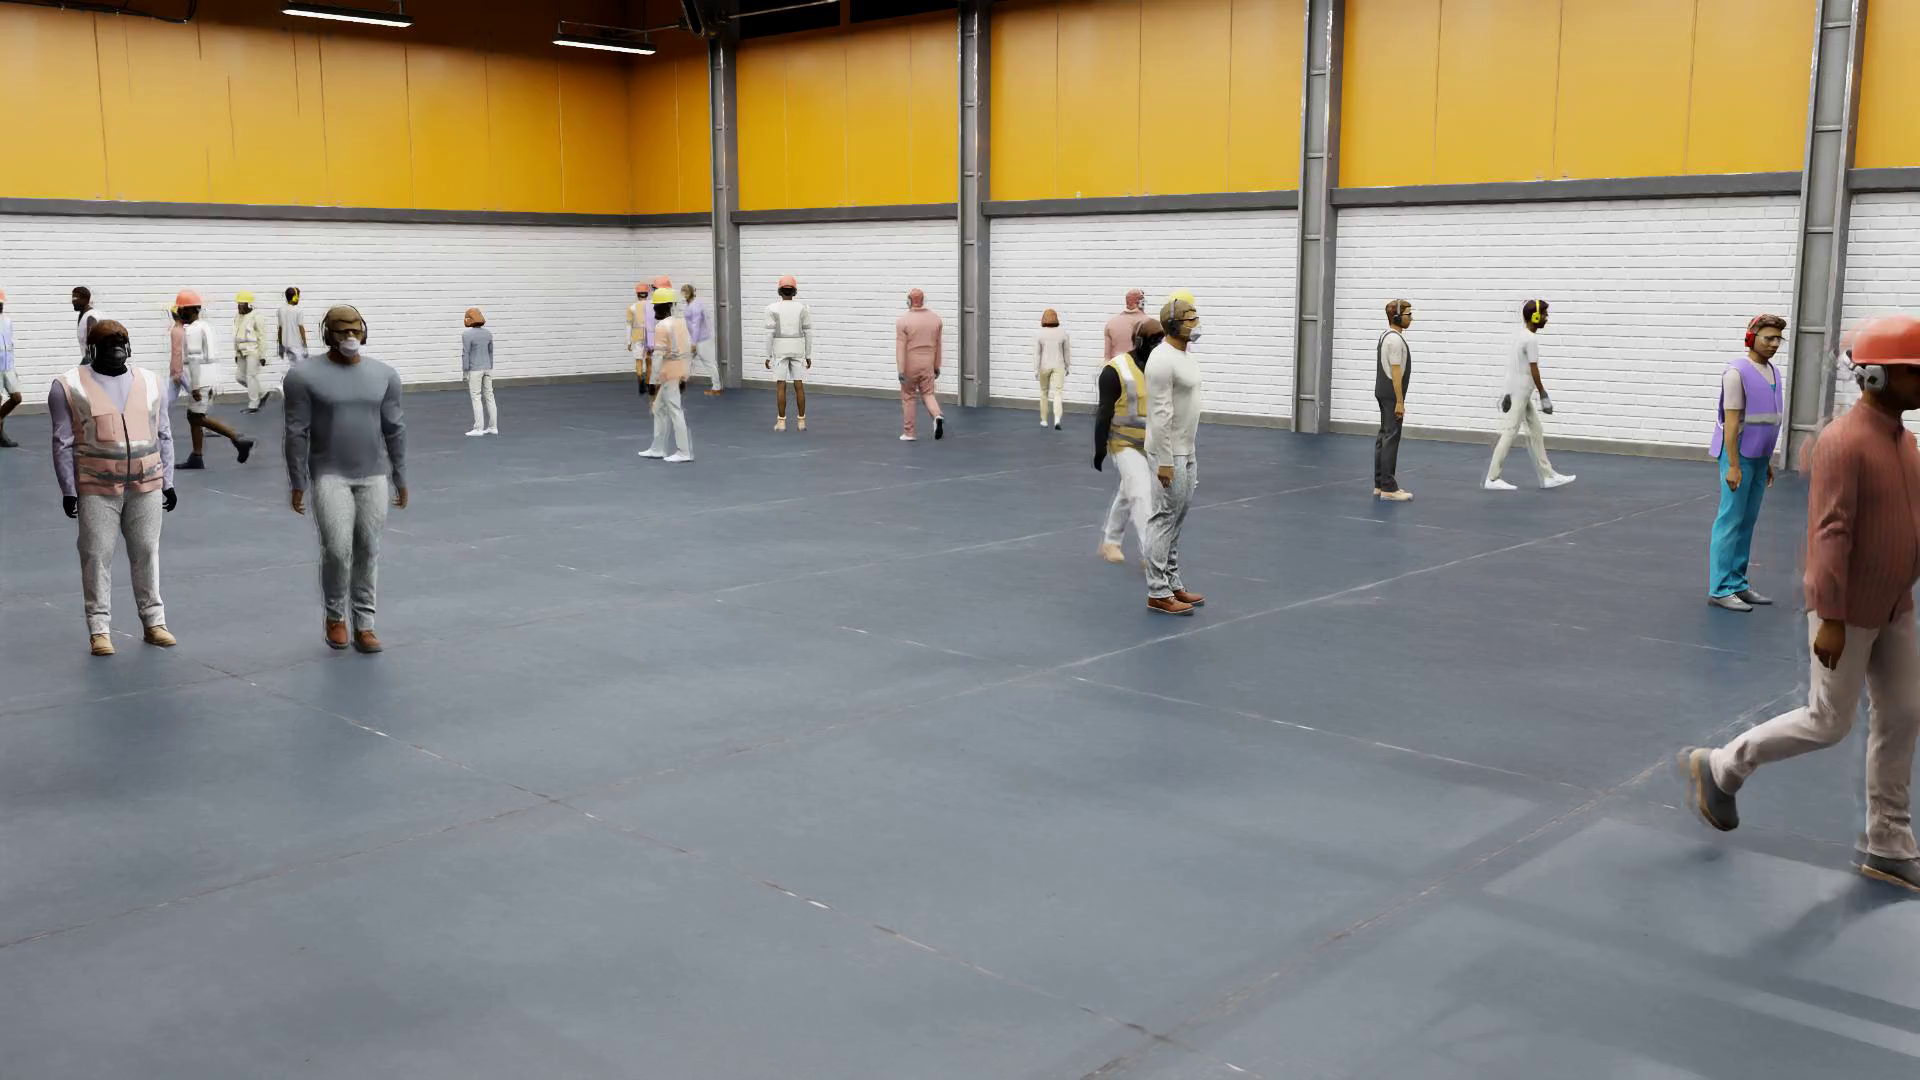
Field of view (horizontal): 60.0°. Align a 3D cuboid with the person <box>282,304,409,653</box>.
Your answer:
[{"bbox_3d":[-3.339,-0.324,9.136,0.652,1.928,0.435,-7,12,-38],"label":"person"}]

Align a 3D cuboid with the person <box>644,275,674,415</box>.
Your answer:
[{"bbox_3d":[-4.270,-2.816,24.128,0.619,2.019,0.631,-7,12,-38],"label":"person"}]

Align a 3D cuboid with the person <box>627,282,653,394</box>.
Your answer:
[{"bbox_3d":[-5.347,-3.402,28.116,0.550,1.908,0.850,-2,10,-14],"label":"person"}]

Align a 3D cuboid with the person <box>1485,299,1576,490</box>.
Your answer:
[{"bbox_3d":[5.496,-1.369,15.881,0.931,1.826,0.505,2,9,12],"label":"person"}]

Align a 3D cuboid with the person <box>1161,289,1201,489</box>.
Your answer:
[{"bbox_3d":[2.112,-1.449,16.058,0.394,1.924,0.614,1,9,4],"label":"person"}]

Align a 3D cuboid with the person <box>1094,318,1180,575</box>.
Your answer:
[{"bbox_3d":[1.254,-0.669,11.712,0.637,1.786,1.014,-6,11,-31],"label":"person"}]

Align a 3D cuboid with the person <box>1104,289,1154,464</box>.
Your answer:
[{"bbox_3d":[1.888,-1.761,18.027,0.646,1.904,0.401,5,10,26],"label":"person"}]

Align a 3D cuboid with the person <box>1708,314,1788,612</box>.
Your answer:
[{"bbox_3d":[4.921,-0.487,10.417,0.564,1.839,0.395,-8,12,-40],"label":"person"}]

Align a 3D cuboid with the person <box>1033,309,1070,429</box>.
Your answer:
[{"bbox_3d":[1.221,-2.283,22.163,0.498,1.594,0.836,0,9,1],"label":"person"}]

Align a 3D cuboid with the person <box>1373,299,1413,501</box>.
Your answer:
[{"bbox_3d":[3.994,-1.286,15.294,0.345,1.846,0.507,0,9,2],"label":"person"}]

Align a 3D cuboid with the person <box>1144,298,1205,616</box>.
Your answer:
[{"bbox_3d":[1.331,-0.516,10.287,0.372,1.940,0.631,4,10,22],"label":"person"}]

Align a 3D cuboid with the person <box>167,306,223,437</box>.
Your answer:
[{"bbox_3d":[-9.808,-2.132,20.880,0.912,1.720,0.519,-5,10,-27],"label":"person"}]

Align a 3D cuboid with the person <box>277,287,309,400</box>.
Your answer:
[{"bbox_3d":[-10.390,-3.001,25.815,0.540,1.845,0.568,4,10,24],"label":"person"}]

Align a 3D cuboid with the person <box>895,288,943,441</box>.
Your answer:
[{"bbox_3d":[-0.495,-2.129,20.327,0.655,1.889,0.710,-5,10,-27],"label":"person"}]

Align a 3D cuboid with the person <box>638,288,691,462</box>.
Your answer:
[{"bbox_3d":[-3.313,-1.799,18.246,0.778,1.901,0.613,1,9,9],"label":"person"}]

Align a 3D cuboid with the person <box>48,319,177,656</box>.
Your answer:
[{"bbox_3d":[-4.670,-0.297,9.238,0.625,1.846,0.429,-9,13,-43],"label":"person"}]

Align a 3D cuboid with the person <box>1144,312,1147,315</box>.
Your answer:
[{"bbox_3d":[2.089,-1.851,19.384,0.314,1.642,0.515,7,12,39],"label":"person"}]

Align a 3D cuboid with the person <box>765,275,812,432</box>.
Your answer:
[{"bbox_3d":[-2.247,-2.433,21.719,0.616,2.041,0.383,-3,10,-17],"label":"person"}]

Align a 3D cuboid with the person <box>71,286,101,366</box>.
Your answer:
[{"bbox_3d":[-11.423,-2.348,21.684,0.859,1.881,0.616,-8,12,-39],"label":"person"}]

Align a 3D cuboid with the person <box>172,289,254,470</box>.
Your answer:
[{"bbox_3d":[-7.937,-1.685,17.563,0.746,1.916,0.542,-2,10,-14],"label":"person"}]

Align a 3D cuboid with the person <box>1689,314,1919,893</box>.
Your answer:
[{"bbox_3d":[3.062,0.203,5.784,0.624,1.974,0.825,-6,11,-34],"label":"person"}]

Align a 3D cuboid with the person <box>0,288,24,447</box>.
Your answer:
[{"bbox_3d":[-11.457,-2.053,19.759,0.504,1.925,0.547,3,10,18],"label":"person"}]

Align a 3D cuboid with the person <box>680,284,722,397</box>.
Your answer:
[{"bbox_3d":[-4.412,-3.298,27.589,1.031,1.859,0.635,-5,10,-27],"label":"person"}]

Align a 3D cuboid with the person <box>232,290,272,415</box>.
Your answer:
[{"bbox_3d":[-10.333,-2.741,24.293,0.603,1.817,0.517,6,11,33],"label":"person"}]

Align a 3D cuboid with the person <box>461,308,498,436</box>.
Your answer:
[{"bbox_3d":[-6.145,-2.141,21.223,0.287,1.624,0.496,5,10,28],"label":"person"}]
